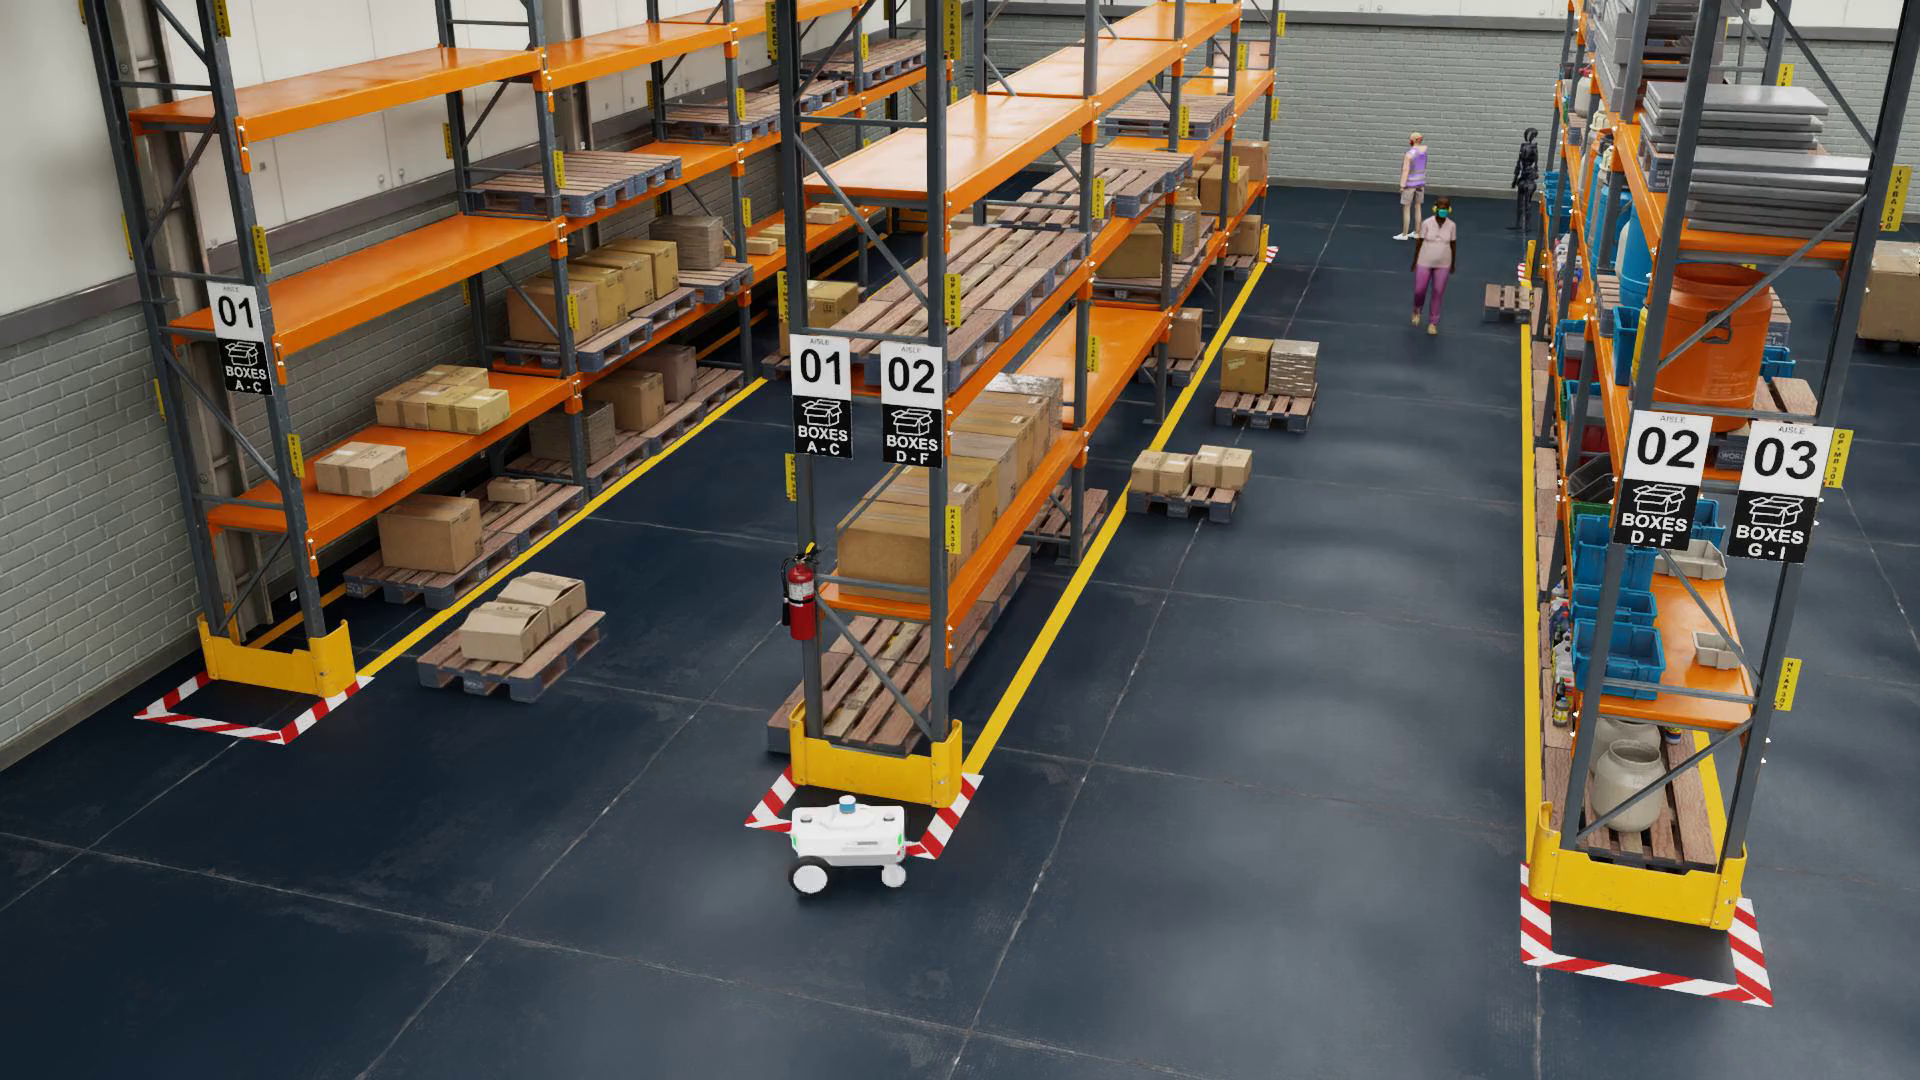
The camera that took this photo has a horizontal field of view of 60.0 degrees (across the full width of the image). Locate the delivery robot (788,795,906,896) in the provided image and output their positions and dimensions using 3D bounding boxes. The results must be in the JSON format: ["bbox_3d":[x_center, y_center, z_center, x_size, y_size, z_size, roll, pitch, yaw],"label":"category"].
[{"bbox_3d":[-0.721,1.884,10.439,0.774,0.592,0.499,-1,23,-2],"label":"delivery robot"}]

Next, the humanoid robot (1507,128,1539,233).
[{"bbox_3d":[9.146,-5.819,26.869,0.315,1.657,0.599,-5,24,-11],"label":"humanoid robot"}]

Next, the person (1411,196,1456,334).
[{"bbox_3d":[6.112,-3.548,21.471,0.555,1.784,0.422,3,24,7],"label":"person"}]

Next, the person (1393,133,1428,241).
[{"bbox_3d":[7.169,-5.594,26.356,0.491,1.688,0.349,-14,27,-29],"label":"person"}]
